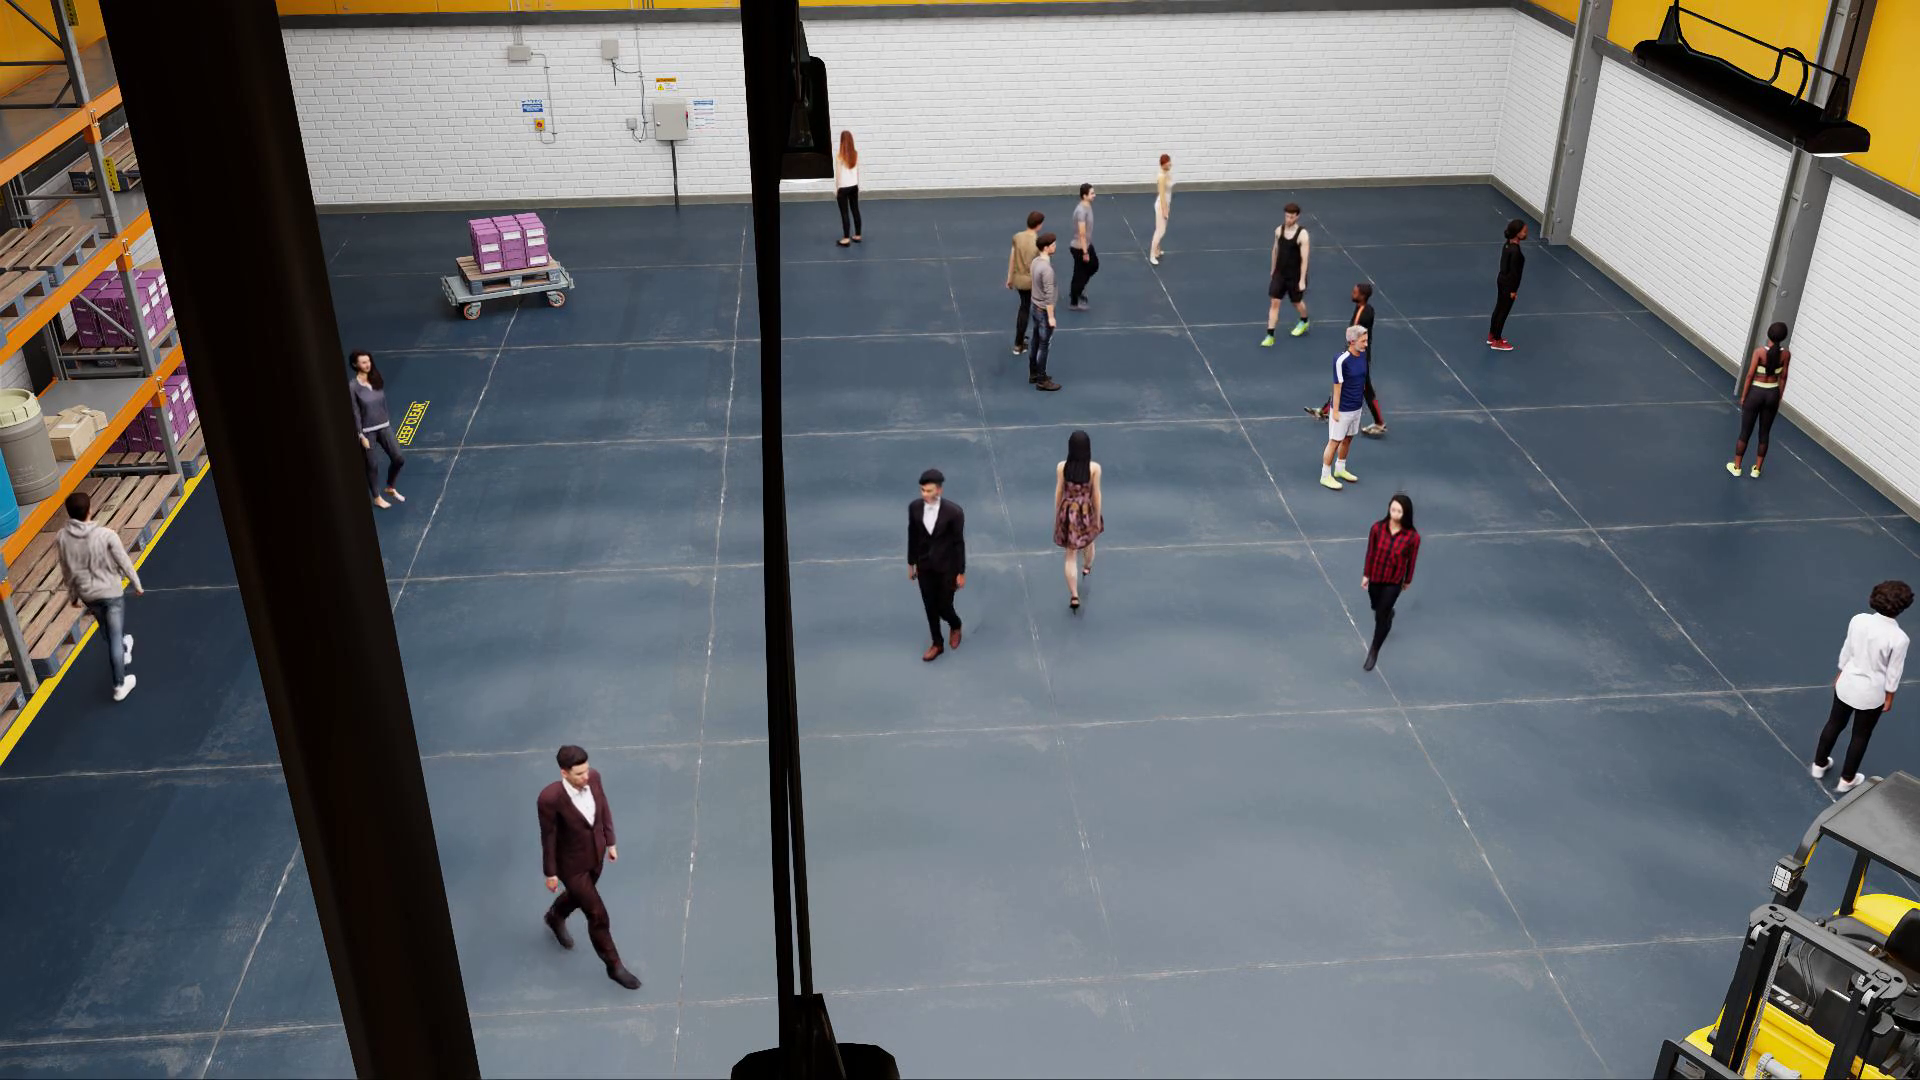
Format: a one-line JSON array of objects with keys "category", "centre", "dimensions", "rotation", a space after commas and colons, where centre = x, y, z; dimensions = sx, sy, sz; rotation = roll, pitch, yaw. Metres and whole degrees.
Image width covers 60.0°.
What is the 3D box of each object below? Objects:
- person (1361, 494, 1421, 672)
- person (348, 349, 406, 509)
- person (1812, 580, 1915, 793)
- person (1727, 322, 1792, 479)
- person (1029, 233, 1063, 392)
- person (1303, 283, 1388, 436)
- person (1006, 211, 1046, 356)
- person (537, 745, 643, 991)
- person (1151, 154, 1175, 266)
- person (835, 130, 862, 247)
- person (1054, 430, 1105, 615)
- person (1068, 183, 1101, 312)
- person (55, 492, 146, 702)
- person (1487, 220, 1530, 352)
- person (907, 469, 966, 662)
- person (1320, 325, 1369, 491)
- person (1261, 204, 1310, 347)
[{"category": "person", "centre": [3.767, 0.303, 14.650], "dimensions": [0.950, 1.630, 1.107], "rotation": [15, 32, 26]}, {"category": "person", "centre": [-6.130, -1.154, 17.192], "dimensions": [0.802, 1.755, 0.736], "rotation": [19, 34, 31]}, {"category": "person", "centre": [7.038, 1.128, 12.957], "dimensions": [0.768, 1.804, 0.651], "rotation": [-17, 33, -29]}, {"category": "person", "centre": [8.602, -1.503, 17.831], "dimensions": [0.616, 1.755, 0.604], "rotation": [6, 29, 11]}, {"category": "person", "centre": [0.988, -2.751, 19.963], "dimensions": [0.786, 1.905, 0.571], "rotation": [-7, 29, -13]}, {"category": "person", "centre": [4.565, -1.996, 18.731], "dimensions": [1.134, 1.759, 1.249], "rotation": [13, 31, 22]}, {"category": "person", "centre": [0.788, -3.191, 20.850], "dimensions": [0.867, 1.829, 0.926], "rotation": [19, 34, 31]}, {"category": "person", "centre": [-2.603, 2.097, 11.148], "dimensions": [1.226, 1.836, 1.246], "rotation": [17, 33, 29]}, {"category": "person", "centre": [2.921, -4.842, 24.095], "dimensions": [0.837, 1.617, 0.572], "rotation": [0, 29, 0]}, {"category": "person", "centre": [-1.660, -5.231, 24.701], "dimensions": [0.652, 1.722, 0.682], "rotation": [-23, 36, -36]}, {"category": "person", "centre": [1.077, -0.130, 15.329], "dimensions": [0.755, 1.740, 1.100], "rotation": [3, 29, 6]}, {"category": "person", "centre": [1.556, -3.936, 22.304], "dimensions": [0.782, 1.742, 0.644], "rotation": [4, 29, 8]}, {"category": "person", "centre": [-7.309, 0.508, 14.079], "dimensions": [0.706, 1.817, 1.088], "rotation": [-3, 29, -6]}, {"category": "person", "centre": [6.955, -3.249, 21.117], "dimensions": [0.674, 1.673, 0.470], "rotation": [0, 29, 1]}, {"category": "person", "centre": [-0.148, 0.188, 14.613], "dimensions": [0.877, 1.869, 0.915], "rotation": [14, 31, 23]}, {"category": "person", "centre": [4.084, -1.429, 17.611], "dimensions": [0.709, 1.835, 0.729], "rotation": [-21, 35, -33]}, {"category": "person", "centre": [4.254, -3.414, 21.237], "dimensions": [1.233, 1.848, 1.303], "rotation": [24, 36, 36]}]
